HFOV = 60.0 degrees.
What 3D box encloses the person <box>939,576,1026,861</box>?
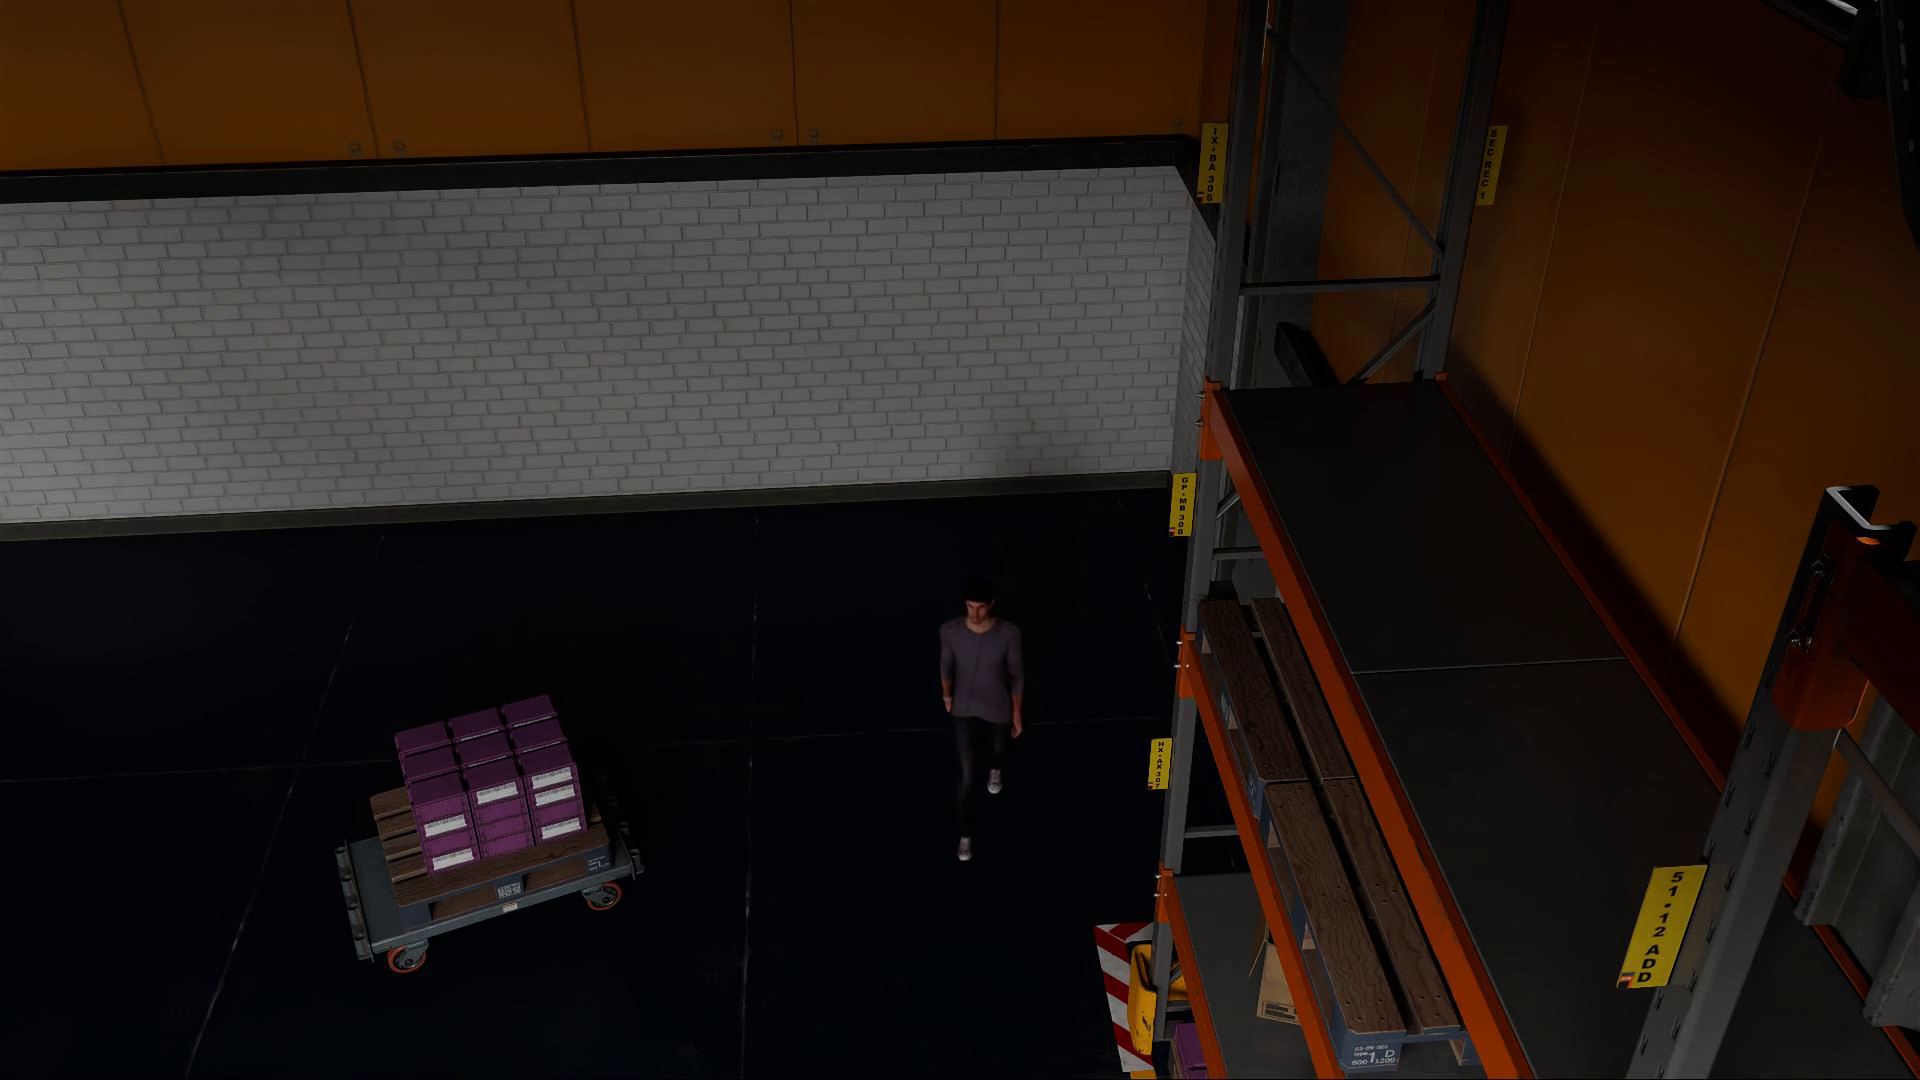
[{"bbox_3d":[0.164,0.970,10.264,0.763,1.807,1.190,1,34,2],"label":"person"}]
